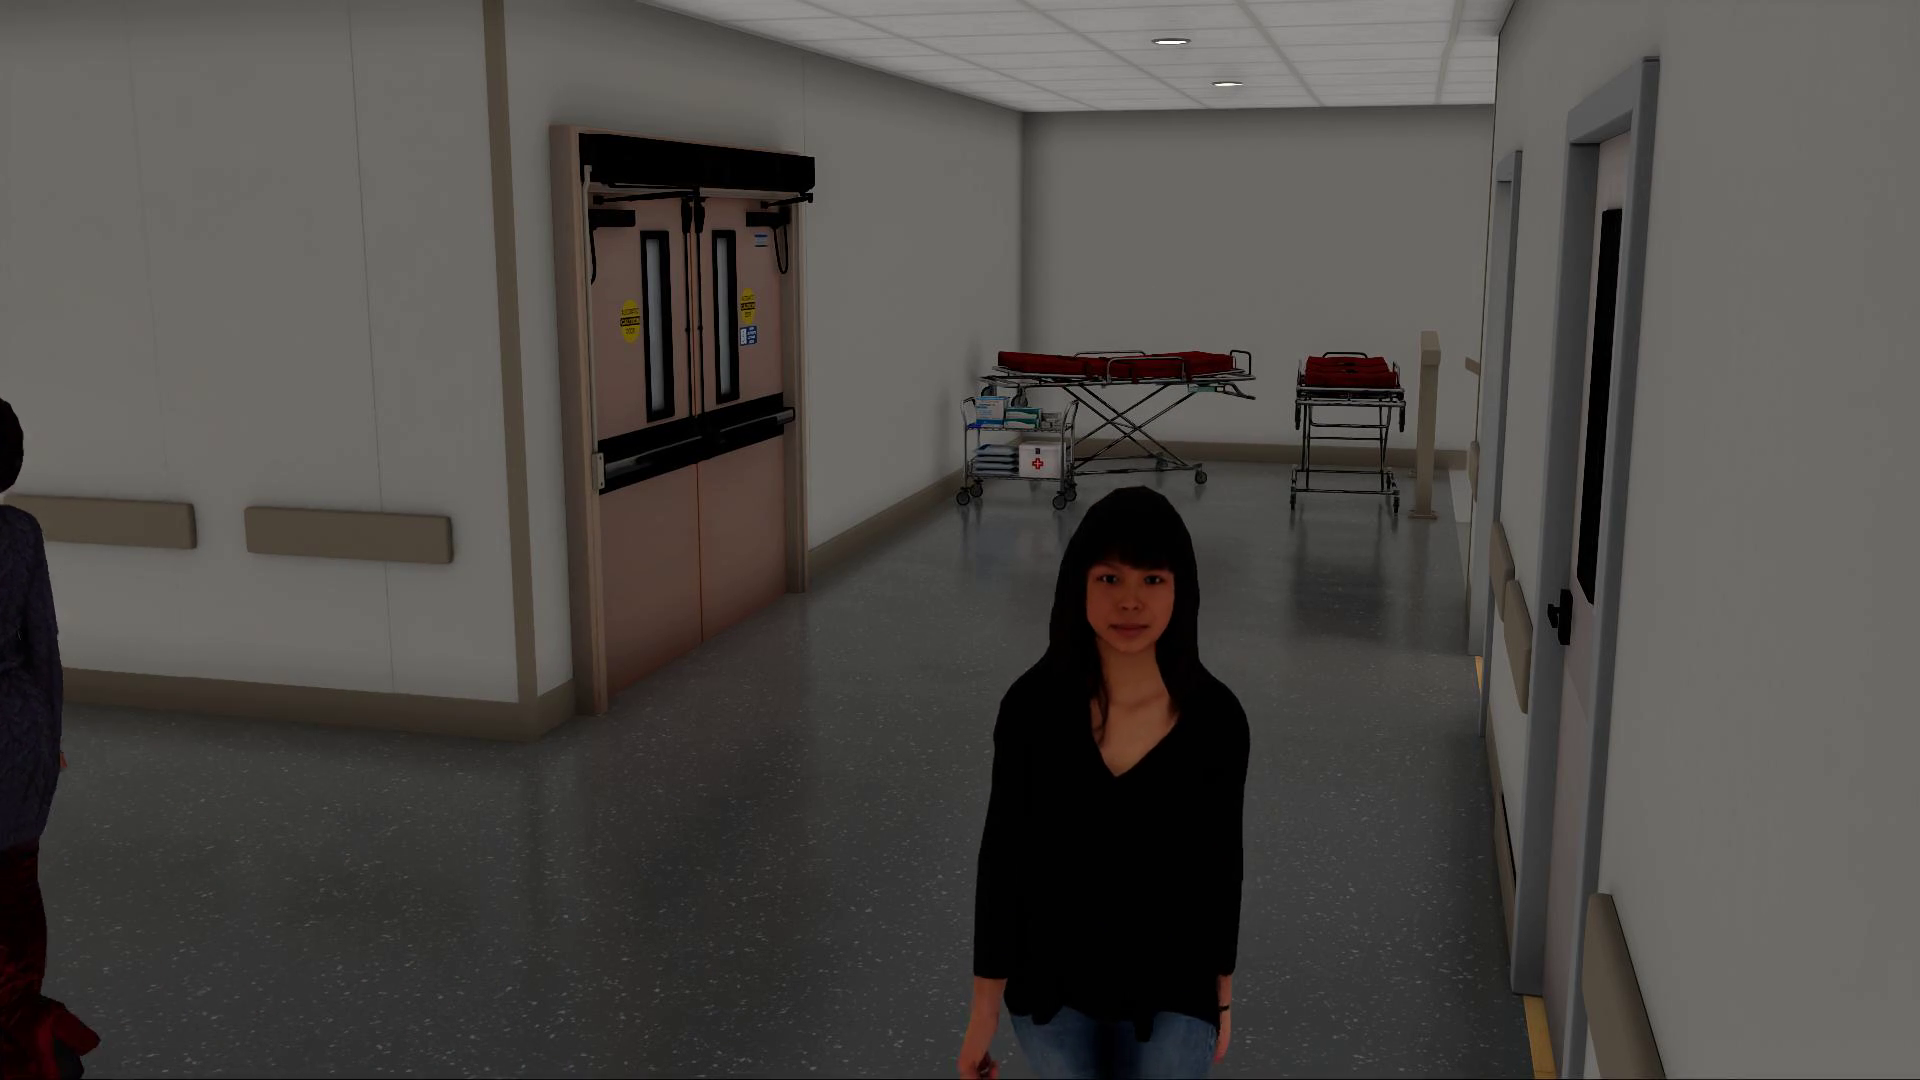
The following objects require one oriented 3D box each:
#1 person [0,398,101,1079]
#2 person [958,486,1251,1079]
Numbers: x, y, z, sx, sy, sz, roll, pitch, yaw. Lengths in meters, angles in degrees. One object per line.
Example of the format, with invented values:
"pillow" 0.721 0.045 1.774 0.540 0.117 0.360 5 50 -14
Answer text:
"person" -2.118 0.505 3.659 0.792 1.697 0.843 7 13 32
"person" 0.248 0.723 2.751 0.585 1.606 1.035 2 11 12
